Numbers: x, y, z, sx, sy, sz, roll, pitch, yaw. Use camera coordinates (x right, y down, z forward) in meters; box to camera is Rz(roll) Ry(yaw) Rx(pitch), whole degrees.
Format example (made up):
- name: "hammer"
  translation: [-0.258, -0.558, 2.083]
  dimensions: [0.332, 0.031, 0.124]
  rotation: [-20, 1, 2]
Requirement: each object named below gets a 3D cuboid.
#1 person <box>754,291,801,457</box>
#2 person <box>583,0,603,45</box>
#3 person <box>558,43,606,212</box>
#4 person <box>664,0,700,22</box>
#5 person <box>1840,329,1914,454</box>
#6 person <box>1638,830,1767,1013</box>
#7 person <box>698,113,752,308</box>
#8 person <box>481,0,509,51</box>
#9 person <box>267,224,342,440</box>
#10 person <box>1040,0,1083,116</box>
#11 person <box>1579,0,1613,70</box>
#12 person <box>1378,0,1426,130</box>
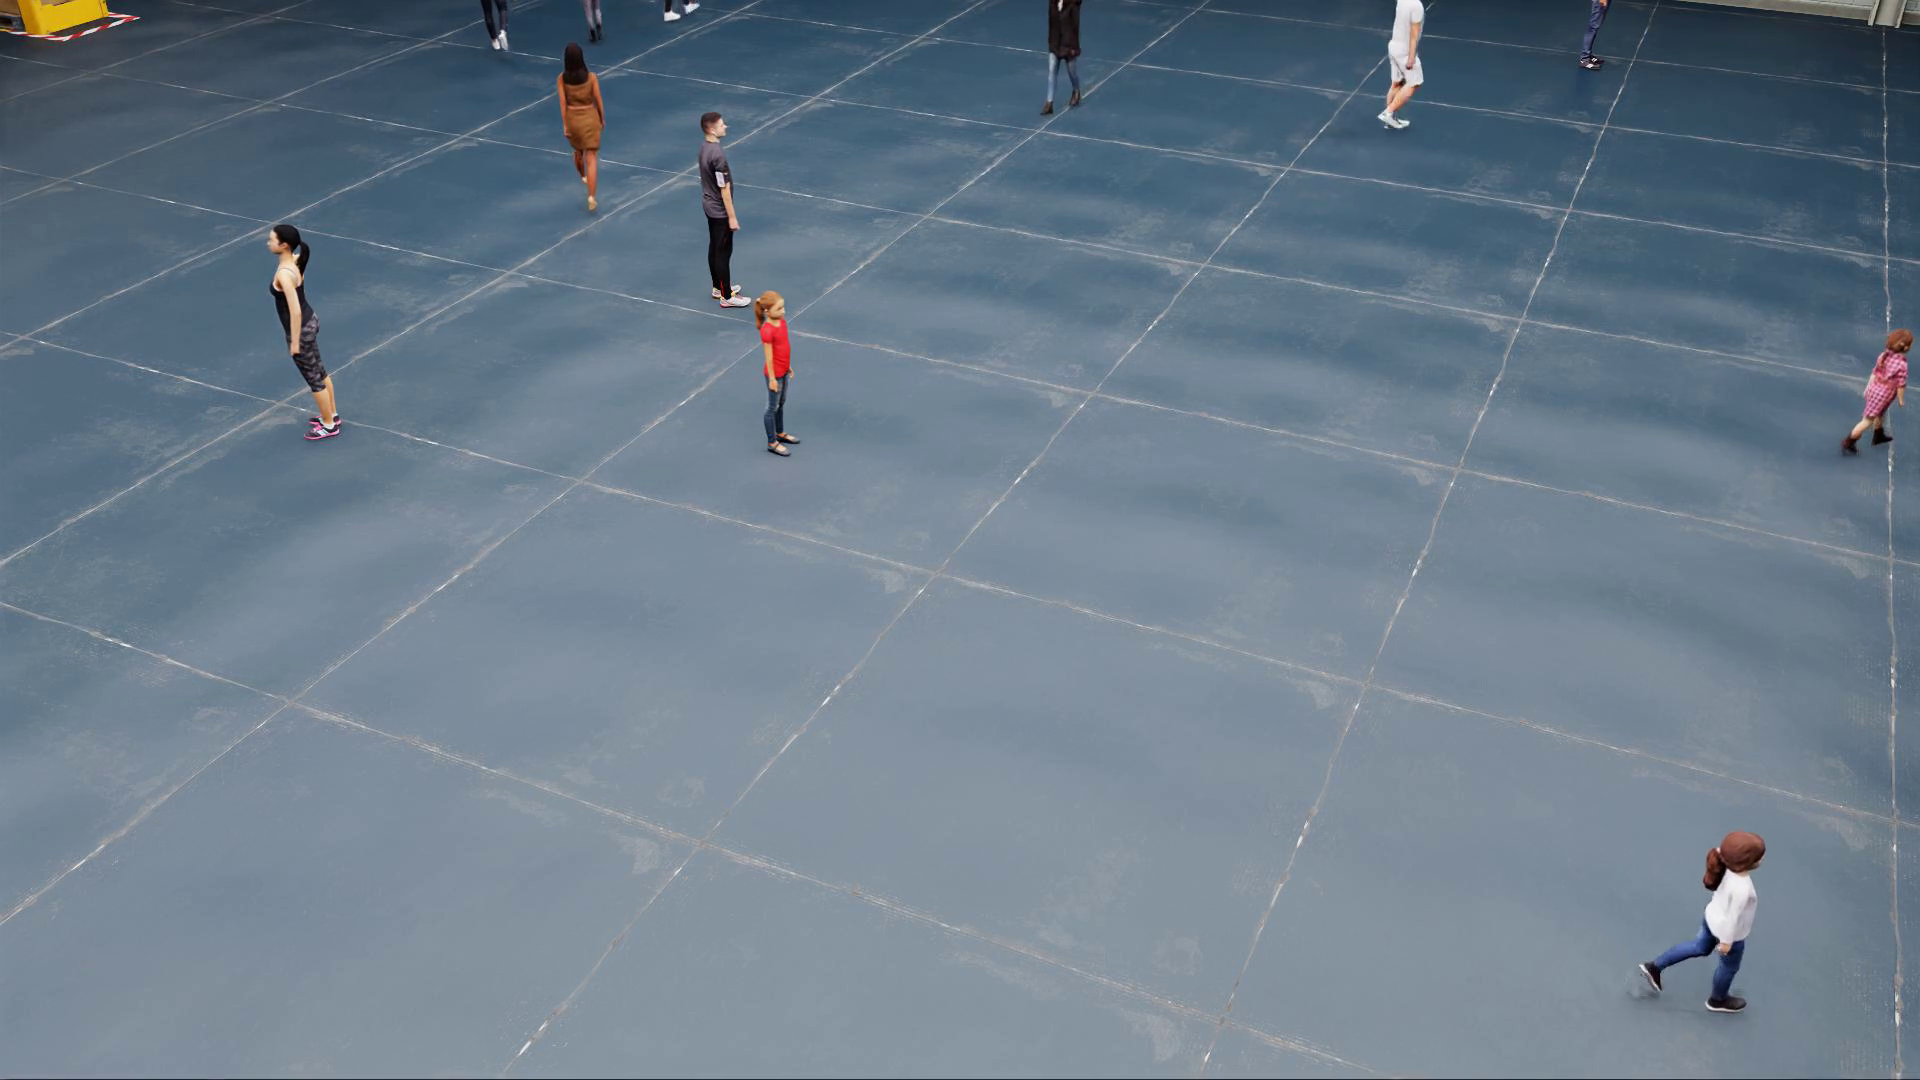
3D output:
- name: "person"
  translation: [-1.410, -1.295, 12.713]
  dimensions: [0.524, 1.311, 0.497]
  rotation: [10, 34, 15]
- name: "person"
  translation: [-4.941, -7.304, 22.283]
  dimensions: [0.666, 1.264, 0.728]
  rotation: [-13, 34, -20]
- name: "person"
  translation: [-3.839, -4.171, 16.956]
  dimensions: [1.074, 1.648, 0.974]
  rotation: [-3, 32, -5]
- name: "person"
  translation: [-4.045, -8.072, 23.075]
  dimensions: [0.850, 1.717, 0.931]
  rotation: [-26, 41, -35]
- name: "person"
  translation: [7.028, -1.128, 12.724]
  dimensions: [0.783, 1.017, 0.684]
  rotation: [-7, 33, -12]
- name: "person"
  translation: [3.610, 1.822, 7.972]
  dimensions: [0.789, 1.097, 0.584]
  rotation: [4, 32, 6]
- name: "person"
  translation: [-2.164, -2.972, 14.946]
  dimensions: [0.771, 1.764, 0.703]
  rotation: [-12, 34, -19]
- name: "person"
  translation: [-6.135, -7.229, 21.766]
  dimensions: [0.952, 1.688, 0.994]
  rotation: [-9, 33, -14]
- name: "person"
  translation: [-5.061, -1.613, 12.824]
  dimensions: [0.694, 1.730, 0.663]
  rotation: [-4, 33, -7]
- name: "person"
  translation: [1.277, -5.888, 19.726]
  dimensions: [0.979, 1.597, 0.670]
  rotation: [15, 35, 23]
- name: "person"
  translation: [8.222, -7.015, 21.260]
  dimensions: [0.554, 1.865, 0.636]
  rotation: [16, 36, 23]
- name: "person"
  translation: [4.999, -5.601, 19.040]
  dimensions: [0.898, 1.843, 0.846]
  rotation: [-8, 33, -13]
